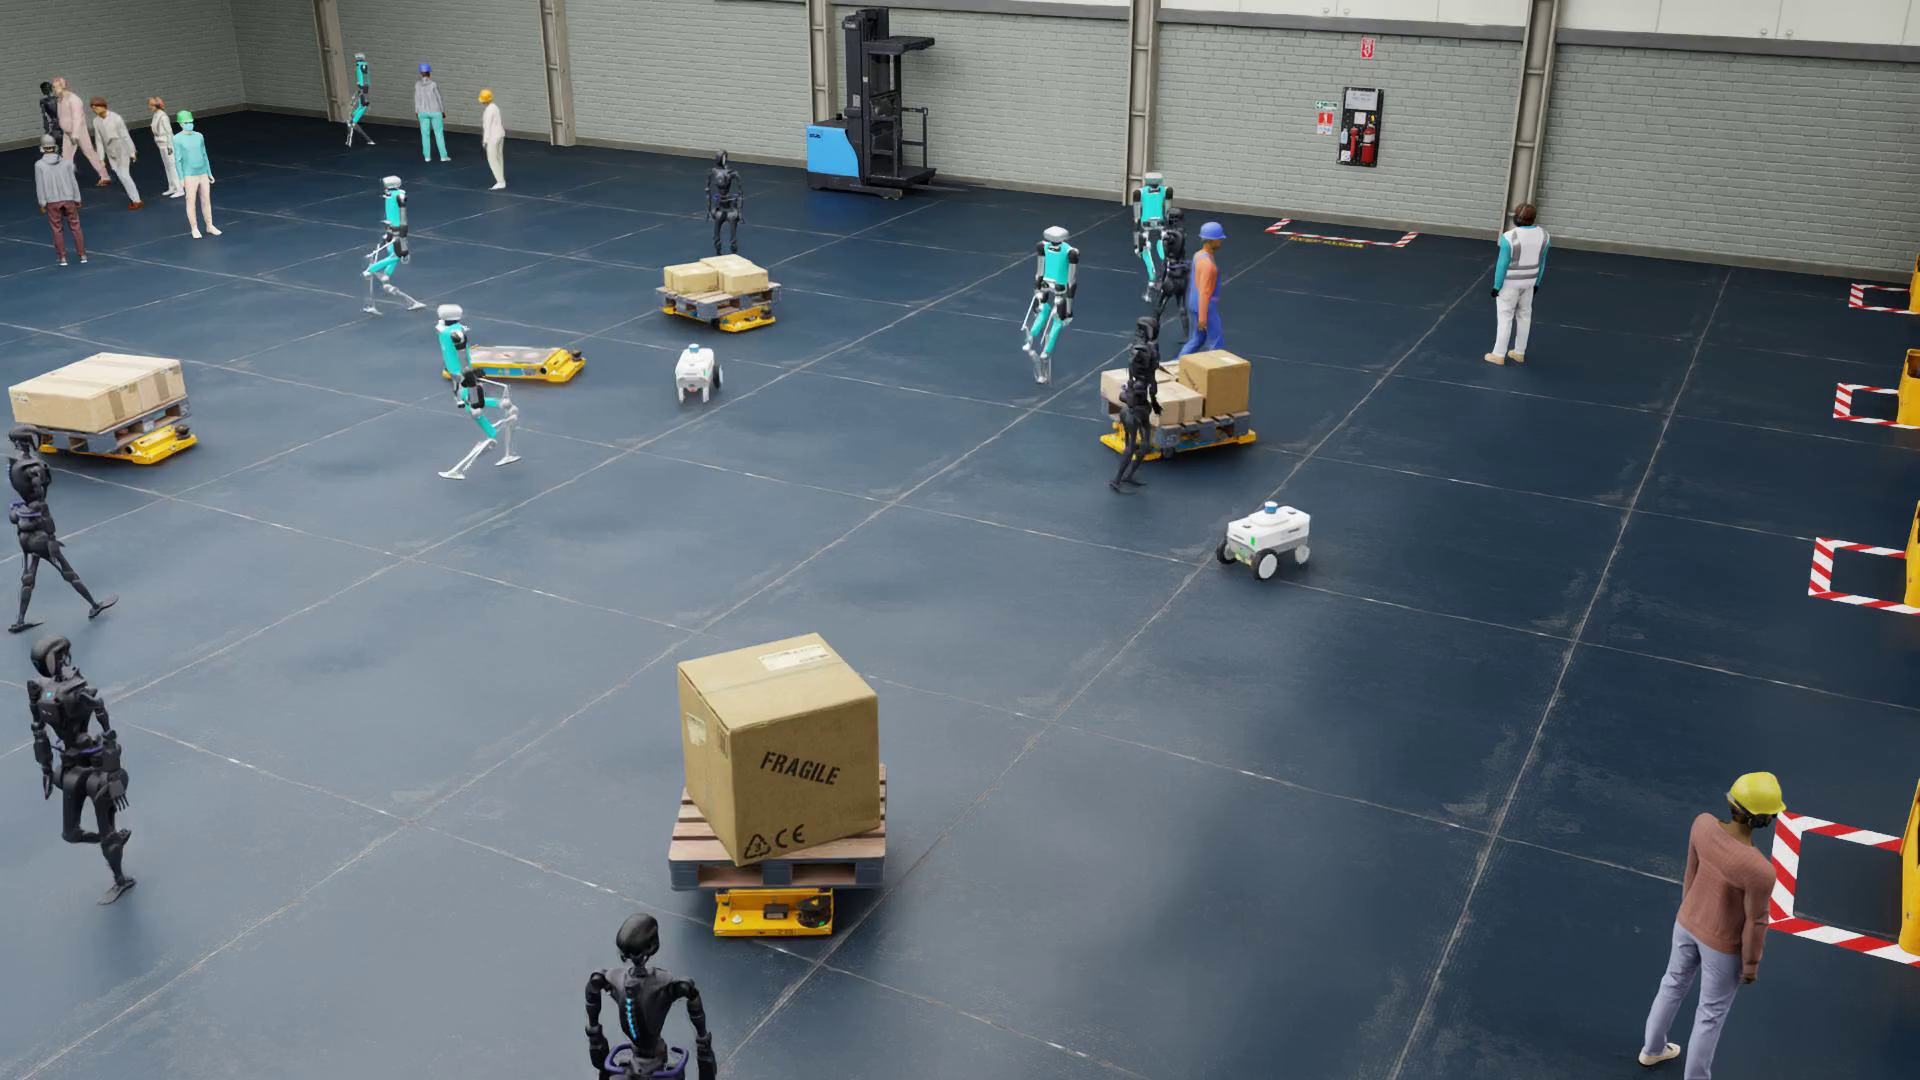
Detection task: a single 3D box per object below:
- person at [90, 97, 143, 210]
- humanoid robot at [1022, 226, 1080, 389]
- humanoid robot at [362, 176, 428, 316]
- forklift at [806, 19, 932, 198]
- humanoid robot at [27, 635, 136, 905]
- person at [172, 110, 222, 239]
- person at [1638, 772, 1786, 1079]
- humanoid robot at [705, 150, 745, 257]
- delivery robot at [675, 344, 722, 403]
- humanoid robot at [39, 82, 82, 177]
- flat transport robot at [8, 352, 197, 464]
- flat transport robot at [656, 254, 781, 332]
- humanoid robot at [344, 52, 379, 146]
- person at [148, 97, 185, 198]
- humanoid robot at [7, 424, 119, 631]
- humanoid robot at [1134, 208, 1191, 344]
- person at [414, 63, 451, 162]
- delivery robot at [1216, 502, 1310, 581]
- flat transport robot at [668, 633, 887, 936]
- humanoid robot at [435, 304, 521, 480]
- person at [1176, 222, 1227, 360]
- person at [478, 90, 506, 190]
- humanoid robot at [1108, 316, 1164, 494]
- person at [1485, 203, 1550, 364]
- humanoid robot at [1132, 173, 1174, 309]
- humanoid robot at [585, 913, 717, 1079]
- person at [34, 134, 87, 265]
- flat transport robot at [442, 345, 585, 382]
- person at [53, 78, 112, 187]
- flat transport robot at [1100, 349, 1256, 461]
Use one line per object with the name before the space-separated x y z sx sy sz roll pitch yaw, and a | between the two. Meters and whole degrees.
person | -13.503 -6.193 26.651 0.540 1.792 0.534 4 23 8
humanoid robot | 0.916 -2.432 18.056 0.552 1.878 0.693 18 29 36
humanoid robot | -7.270 -3.616 20.785 1.021 1.774 0.531 -18 29 -36
forklift | -1.573 -7.292 27.850 1.873 2.768 1.129 12 26 25
humanoid robot | -4.921 1.270 9.433 0.589 1.647 0.440 7 24 15
person | -11.443 -5.472 24.867 0.343 1.873 0.526 17 28 34
person | 3.620 1.874 7.923 0.343 1.759 0.515 -8 24 -18
humanoid robot | -3.254 -4.609 23.126 0.586 1.641 0.392 6 24 13
delivery robot | -2.869 -1.835 18.046 0.499 0.575 0.759 -1 23 -1
humanoid robot | -15.734 -7.145 29.039 0.439 1.646 0.605 3 23 8
flat transport robot | -8.414 -1.002 16.496 1.431 0.231 0.659 7 24 15
flat transport robot | -3.025 -2.878 20.863 1.431 0.231 0.659 20 30 39
humanoid robot | -11.693 -8.411 32.000 0.810 1.849 0.561 -10 25 -23
person | -13.188 -6.522 27.610 0.309 1.636 0.521 -20 30 -39
humanoid robot | -7.011 -0.116 12.701 0.766 1.623 0.589 -20 30 -39
humanoid robot | 2.477 -3.127 19.687 0.717 1.631 0.590 15 27 31
person | -9.707 -7.812 30.446 0.533 1.773 0.359 0 23 1
delivery robot | 2.570 -0.032 13.856 0.757 0.580 0.499 -16 28 -32
flat transport robot | -1.038 1.851 9.853 0.659 0.231 1.431 -1 23 -1
humanoid robot | -4.441 -1.380 15.557 1.035 1.746 0.544 -16 28 -32
person | 2.661 -2.514 17.966 0.832 1.880 0.530 -2 23 -4
person | -7.895 -6.782 28.190 0.325 1.664 0.615 3 23 7
humanoid robot | 1.620 -1.252 15.305 0.387 1.651 0.601 13 26 28
person | 6.341 -2.923 18.970 0.632 1.846 0.429 -8 24 -18
humanoid robot | 2.485 -3.696 20.976 0.548 1.760 1.040 -4 24 -9
humanoid robot | -1.303 2.298 7.088 0.589 1.621 0.791 4 24 9
person | -12.637 -4.779 23.345 0.550 1.806 0.381 -17 29 -35
flat transport robot | -5.039 -1.989 18.793 1.431 0.231 0.659 2 23 6
person | -14.992 -6.860 28.128 0.647 1.854 0.985 14 27 30
flat transport robot | 2.165 -1.080 16.677 1.431 0.231 0.659 -11 26 -24
